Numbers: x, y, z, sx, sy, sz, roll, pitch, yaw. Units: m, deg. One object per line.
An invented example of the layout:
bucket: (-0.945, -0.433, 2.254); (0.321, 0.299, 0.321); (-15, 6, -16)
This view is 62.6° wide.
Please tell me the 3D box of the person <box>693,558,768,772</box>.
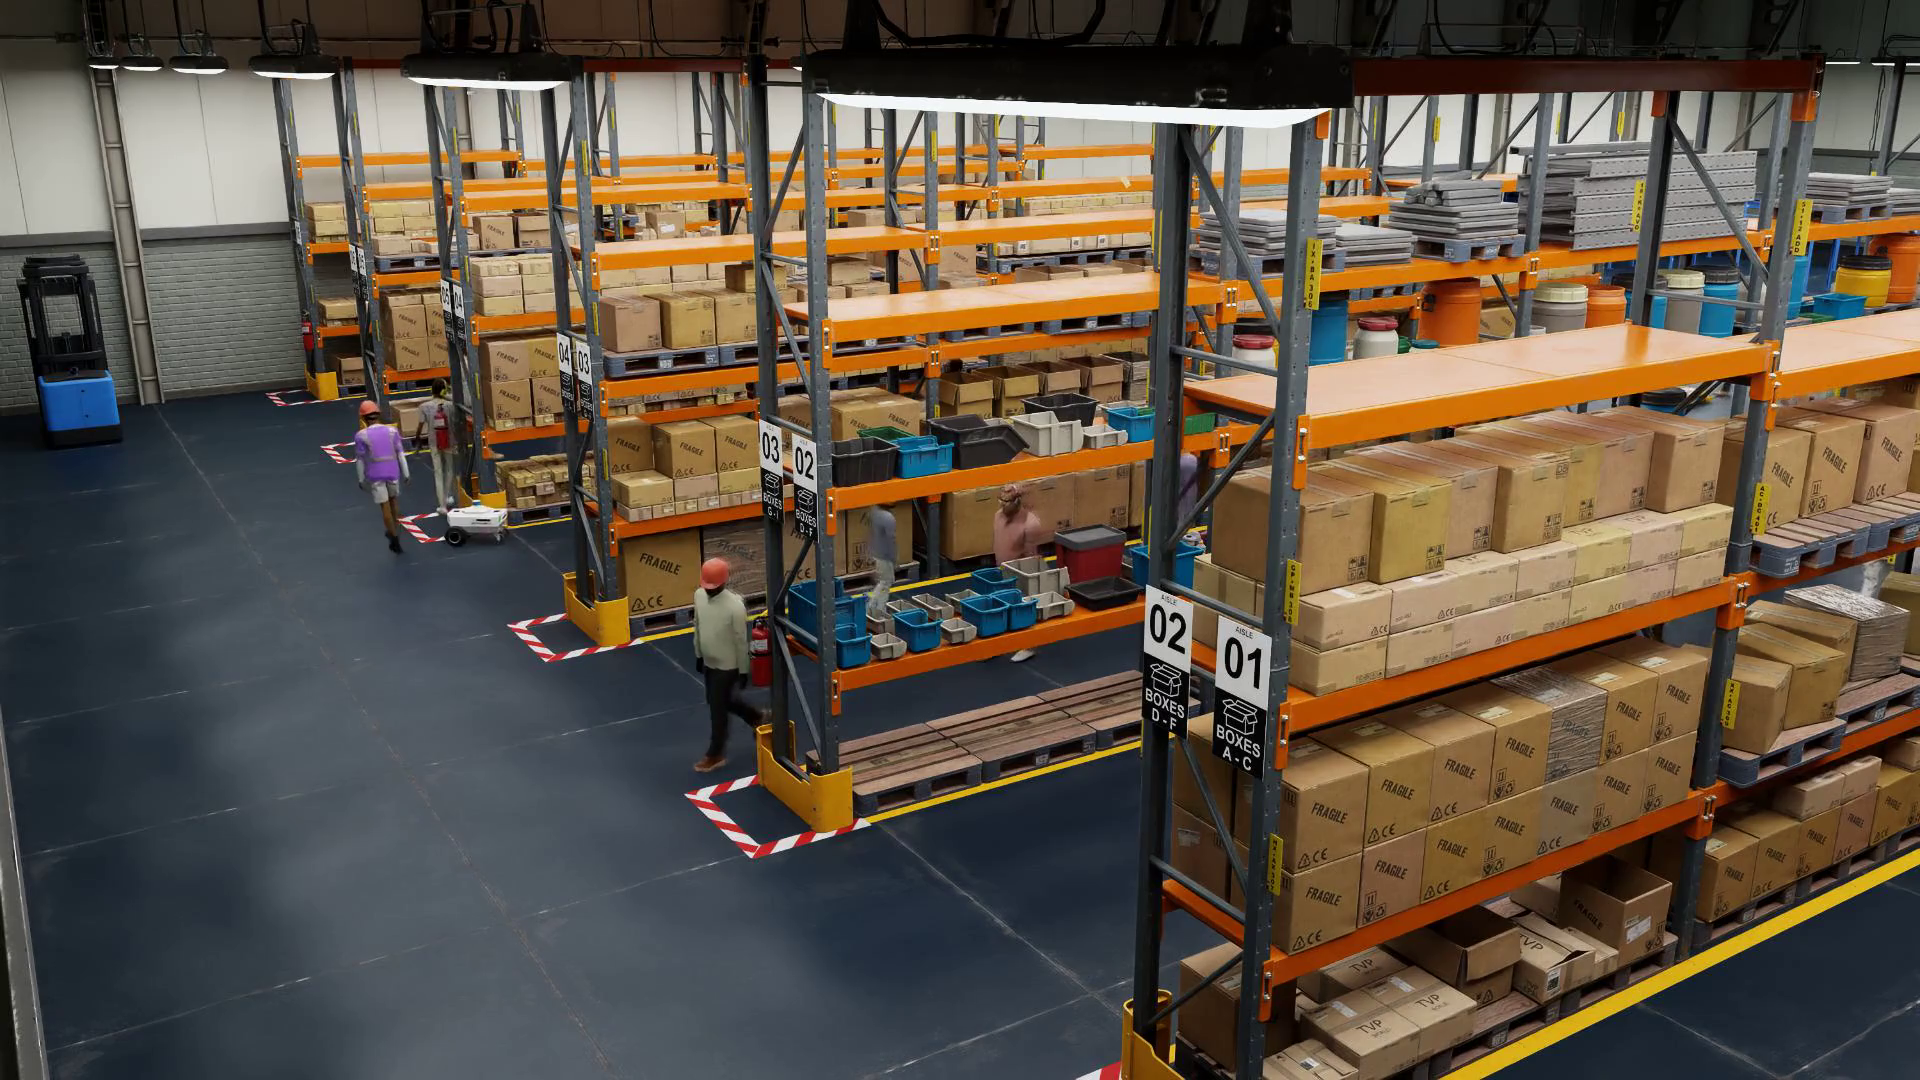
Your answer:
person: (-2.014, 1.026, 13.761); (0.639, 1.944, 0.765); (15, 22, 40)

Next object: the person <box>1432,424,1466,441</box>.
person: (5.883, -0.597, 19.088); (0.377, 1.936, 0.549); (-11, 20, -32)

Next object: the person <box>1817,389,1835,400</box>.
person: (15.311, -3.169, 27.503); (0.604, 1.949, 0.389); (-2, 17, -5)

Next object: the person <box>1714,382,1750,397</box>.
person: (14.244, -3.525, 28.916); (0.594, 1.803, 0.550); (1, 17, 3)

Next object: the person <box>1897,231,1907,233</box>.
person: (23.698, -6.881, 39.759); (0.910, 1.911, 0.641); (12, 20, 33)

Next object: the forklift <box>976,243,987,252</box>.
forklift: (0.988, -5.474, 34.718); (1.214, 2.155, 2.313); (-10, 20, -31)

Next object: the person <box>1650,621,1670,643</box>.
person: (6.955, 0.471, 15.691); (1.020, 1.888, 0.563); (-15, 23, -41)

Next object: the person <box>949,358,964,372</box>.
person: (-0.053, -1.673, 22.669); (0.459, 1.900, 0.602); (-10, 20, -30)

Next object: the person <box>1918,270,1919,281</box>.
person: (19.505, -4.671, 32.555); (0.683, 1.874, 0.674); (8, 19, 24)

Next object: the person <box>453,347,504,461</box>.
person: (-7.527, -2.198, 24.199); (0.831, 2.021, 0.624); (-6, 18, -18)

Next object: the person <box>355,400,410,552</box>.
person: (-7.334, -0.838, 19.936); (0.575, 1.894, 0.853); (-13, 21, -37)

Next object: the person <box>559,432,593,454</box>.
person: (-5.763, -1.847, 23.748); (0.526, 1.589, 0.817); (13, 22, 37)

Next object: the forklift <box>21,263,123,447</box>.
forklift: (-14.518, -3.079, 25.708); (1.129, 2.768, 1.873); (-10, 20, -31)

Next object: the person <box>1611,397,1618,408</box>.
person: (11.560, -3.078, 27.240); (0.542, 1.929, 0.369); (1, 17, 3)

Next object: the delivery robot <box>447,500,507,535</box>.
delivery robot: (-6.195, -0.272, 20.271); (0.707, 0.478, 0.477); (0, 17, 0)

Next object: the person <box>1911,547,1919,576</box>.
person: (9.168, 0.642, 15.141); (0.526, 1.869, 0.315); (10, 20, 29)

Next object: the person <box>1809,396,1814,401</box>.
person: (15.720, -3.444, 28.523); (1.020, 1.874, 0.547); (-4, 17, -12)

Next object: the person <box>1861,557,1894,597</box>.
person: (10.046, 0.168, 17.140); (0.522, 1.608, 0.797); (15, 23, 41)

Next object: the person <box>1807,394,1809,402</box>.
person: (14.558, -2.981, 27.492); (0.819, 1.588, 0.564); (11, 20, 32)

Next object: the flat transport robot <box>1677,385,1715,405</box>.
flat transport robot: (12.990, -2.594, 28.521); (1.431, 0.197, 0.652); (-13, 21, -37)

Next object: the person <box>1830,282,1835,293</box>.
person: (18.409, -4.818, 33.024); (0.587, 1.871, 0.956); (2, 17, 8)

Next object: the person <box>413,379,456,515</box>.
person: (-7.131, -1.302, 21.582); (0.698, 1.822, 0.792); (-5, 18, -16)

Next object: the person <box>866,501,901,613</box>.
person: (-0.806, 0.184, 17.063); (0.352, 1.621, 0.520); (-7, 18, -21)

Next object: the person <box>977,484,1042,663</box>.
person: (0.484, 0.369, 16.025); (0.649, 1.884, 0.728); (16, 23, 42)

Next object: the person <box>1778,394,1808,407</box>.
person: (13.955, -2.783, 26.337); (0.592, 1.883, 0.683); (-3, 17, -11)

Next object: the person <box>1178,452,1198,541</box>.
person: (2.528, -0.437, 18.577); (0.513, 1.927, 0.645); (-10, 20, -29)
